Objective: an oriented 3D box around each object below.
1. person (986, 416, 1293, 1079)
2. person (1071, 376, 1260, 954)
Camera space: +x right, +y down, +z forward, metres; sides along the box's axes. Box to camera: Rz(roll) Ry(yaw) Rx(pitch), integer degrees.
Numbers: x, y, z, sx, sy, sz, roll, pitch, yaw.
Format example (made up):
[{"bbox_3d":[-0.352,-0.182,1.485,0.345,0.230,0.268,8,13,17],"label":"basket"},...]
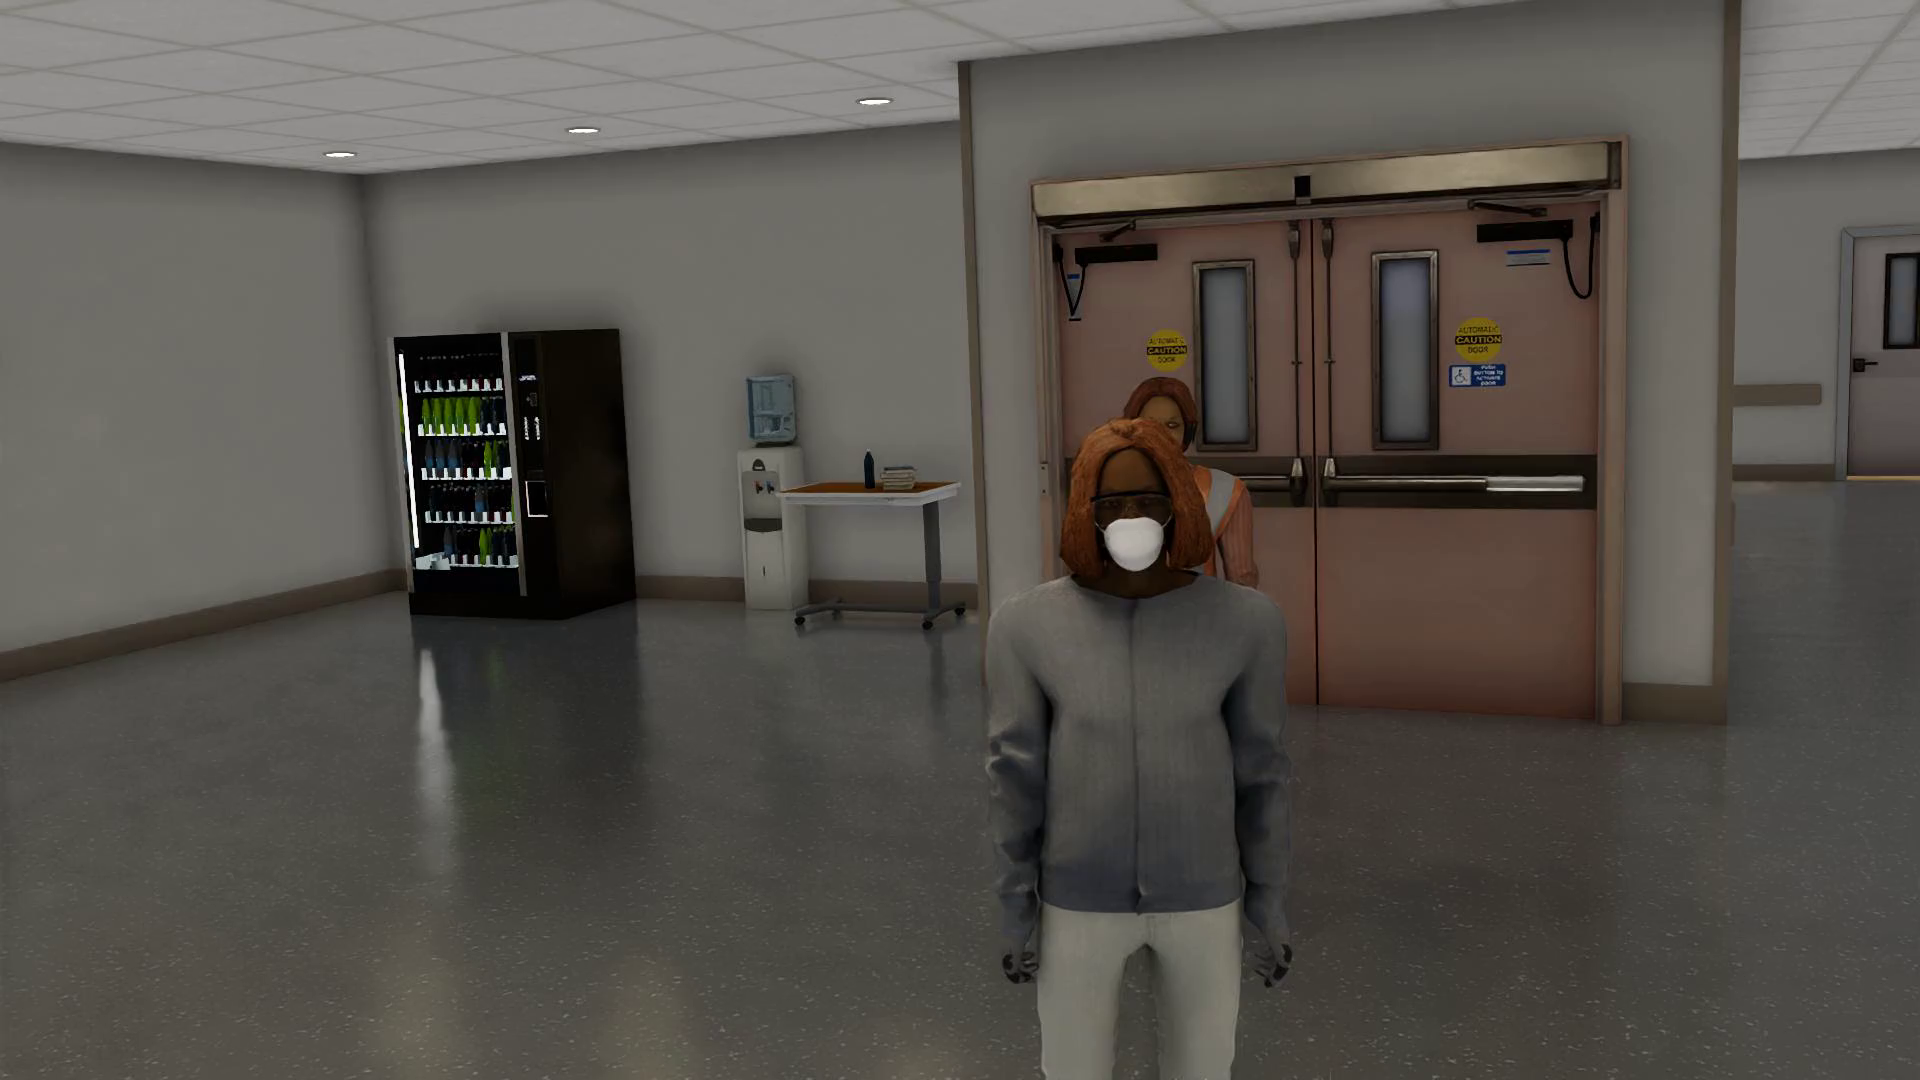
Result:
[{"bbox_3d":[0.302,0.610,2.743,0.501,1.633,0.282,-2,7,1],"label":"person"},{"bbox_3d":[0.580,0.359,4.642,0.530,1.628,0.321,0,8,14],"label":"person"}]
